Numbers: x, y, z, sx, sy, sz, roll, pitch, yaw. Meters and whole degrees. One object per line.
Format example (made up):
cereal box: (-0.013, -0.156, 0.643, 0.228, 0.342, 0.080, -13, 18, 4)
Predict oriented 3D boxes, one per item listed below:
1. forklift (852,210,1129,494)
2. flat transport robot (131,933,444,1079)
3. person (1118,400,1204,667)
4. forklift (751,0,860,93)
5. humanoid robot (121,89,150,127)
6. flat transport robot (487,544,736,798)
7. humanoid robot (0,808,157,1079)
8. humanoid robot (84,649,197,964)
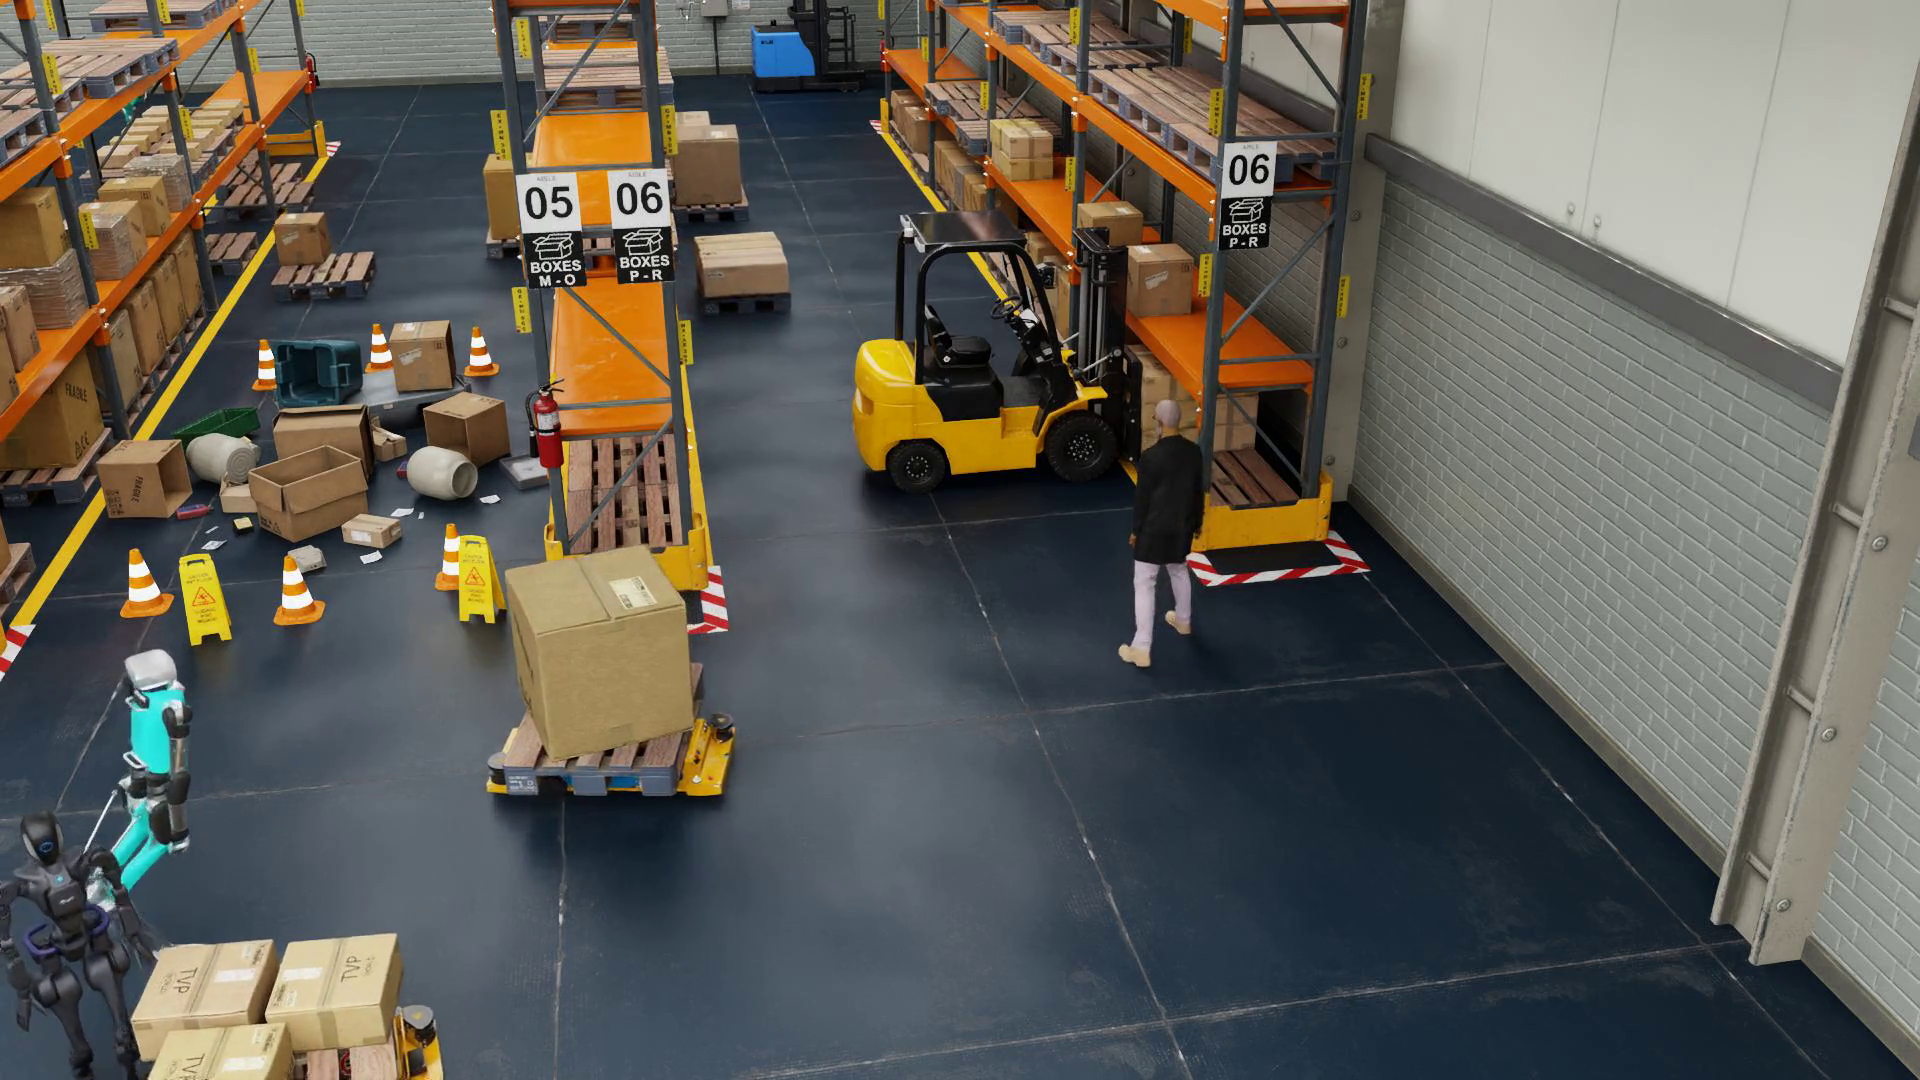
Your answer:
forklift: (0.216, -1.659, 14.366, 2.313, 2.155, 1.214, -5, 26, -10)
flat transport robot: (-3.146, 2.602, 7.710, 1.431, 0.231, 0.659, -10, 27, -19)
person: (1.422, -0.082, 11.514, 0.669, 1.832, 0.470, -17, 30, -31)
forklift: (-2.872, -9.679, 30.288, 1.873, 2.768, 1.129, -5, 26, -10)
humanoid robot: (-13.123, -7.045, 26.160, 0.530, 1.782, 0.989, -21, 33, -37)
flat transport robot: (-2.154, 1.332, 10.354, 1.431, 0.231, 0.659, 0, 26, 1)
humanoid robot: (-4.007, 1.906, 7.554, 0.450, 1.632, 0.612, 23, 34, 39)
humanoid robot: (-4.220, 1.470, 8.403, 0.603, 1.796, 0.835, 20, 32, 36)
